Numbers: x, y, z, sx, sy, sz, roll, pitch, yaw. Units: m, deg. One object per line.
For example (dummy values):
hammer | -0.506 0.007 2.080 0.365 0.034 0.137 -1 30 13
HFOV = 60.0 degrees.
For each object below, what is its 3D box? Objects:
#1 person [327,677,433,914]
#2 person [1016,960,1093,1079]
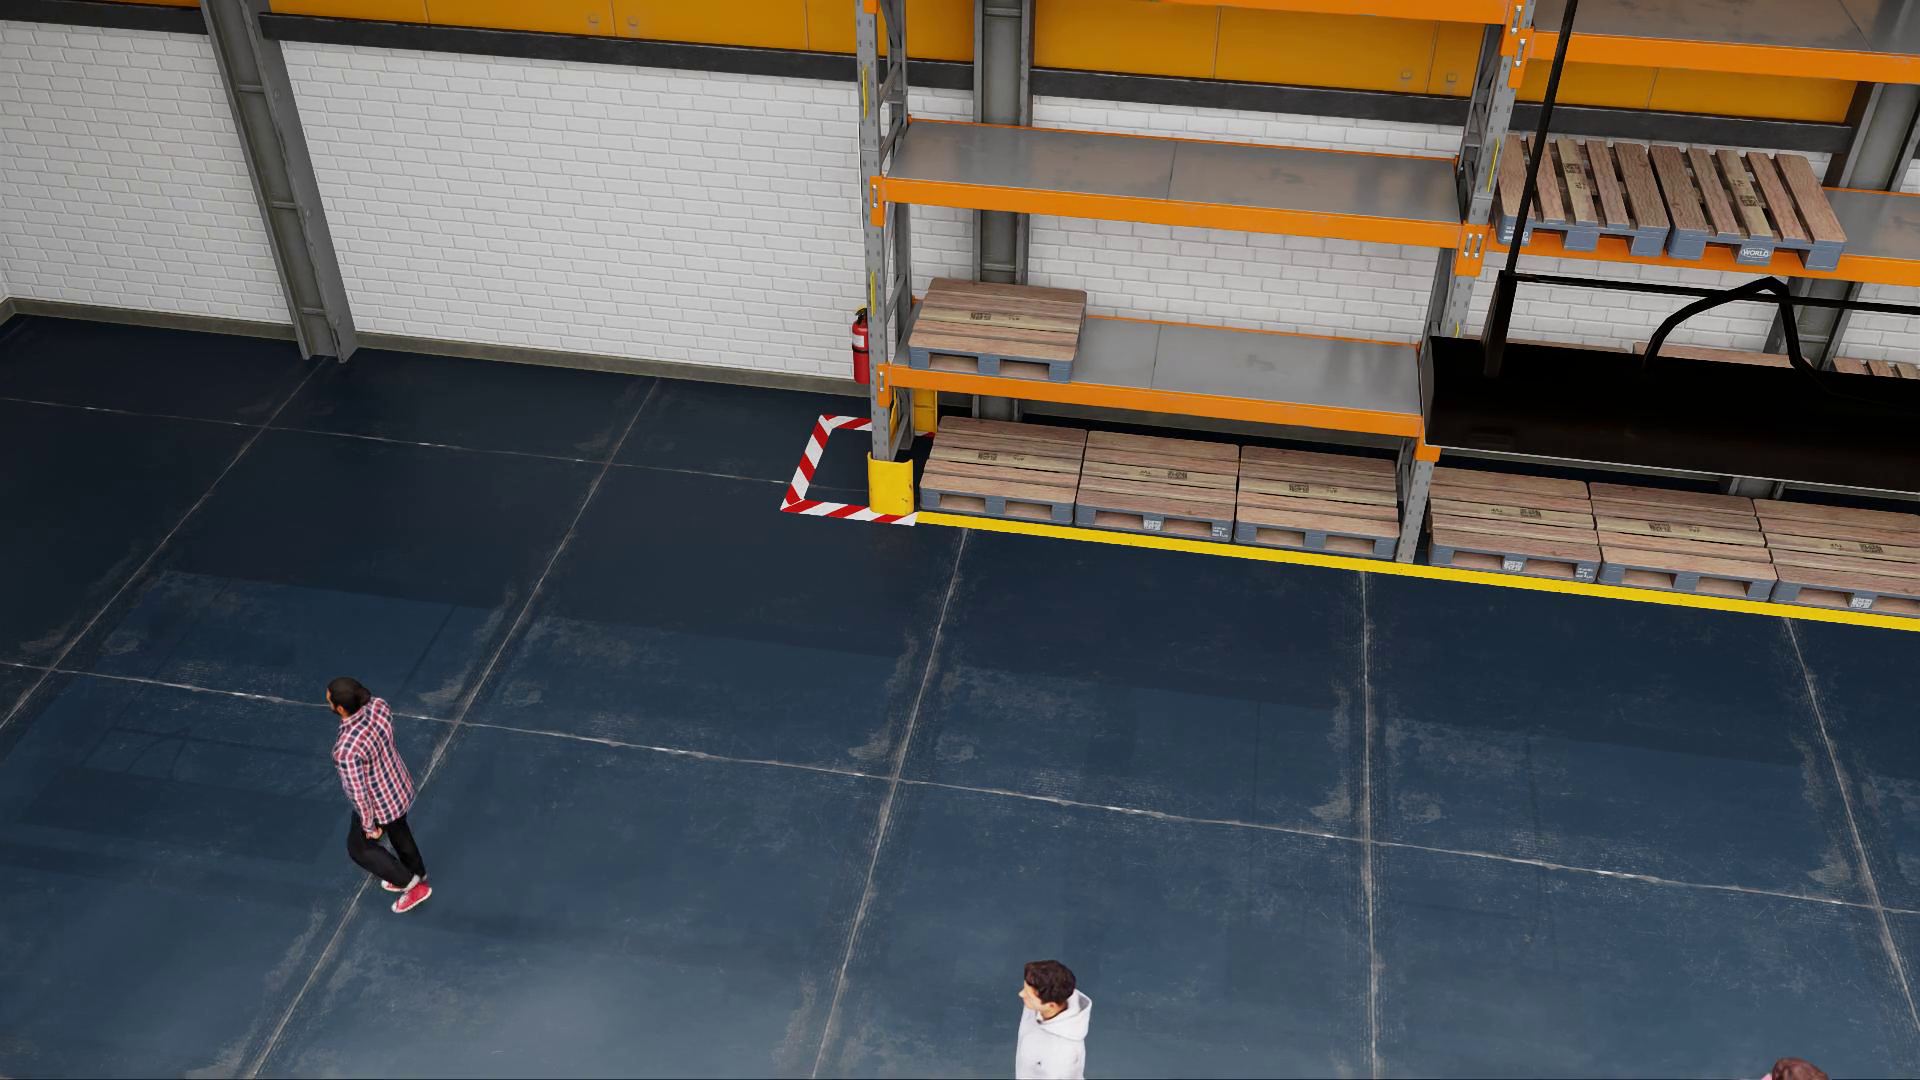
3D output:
person | -3.244 1.451 9.460 0.626 1.750 0.687 7 39 9
person | 0.444 2.618 7.859 0.710 1.925 0.738 -6 39 -7
